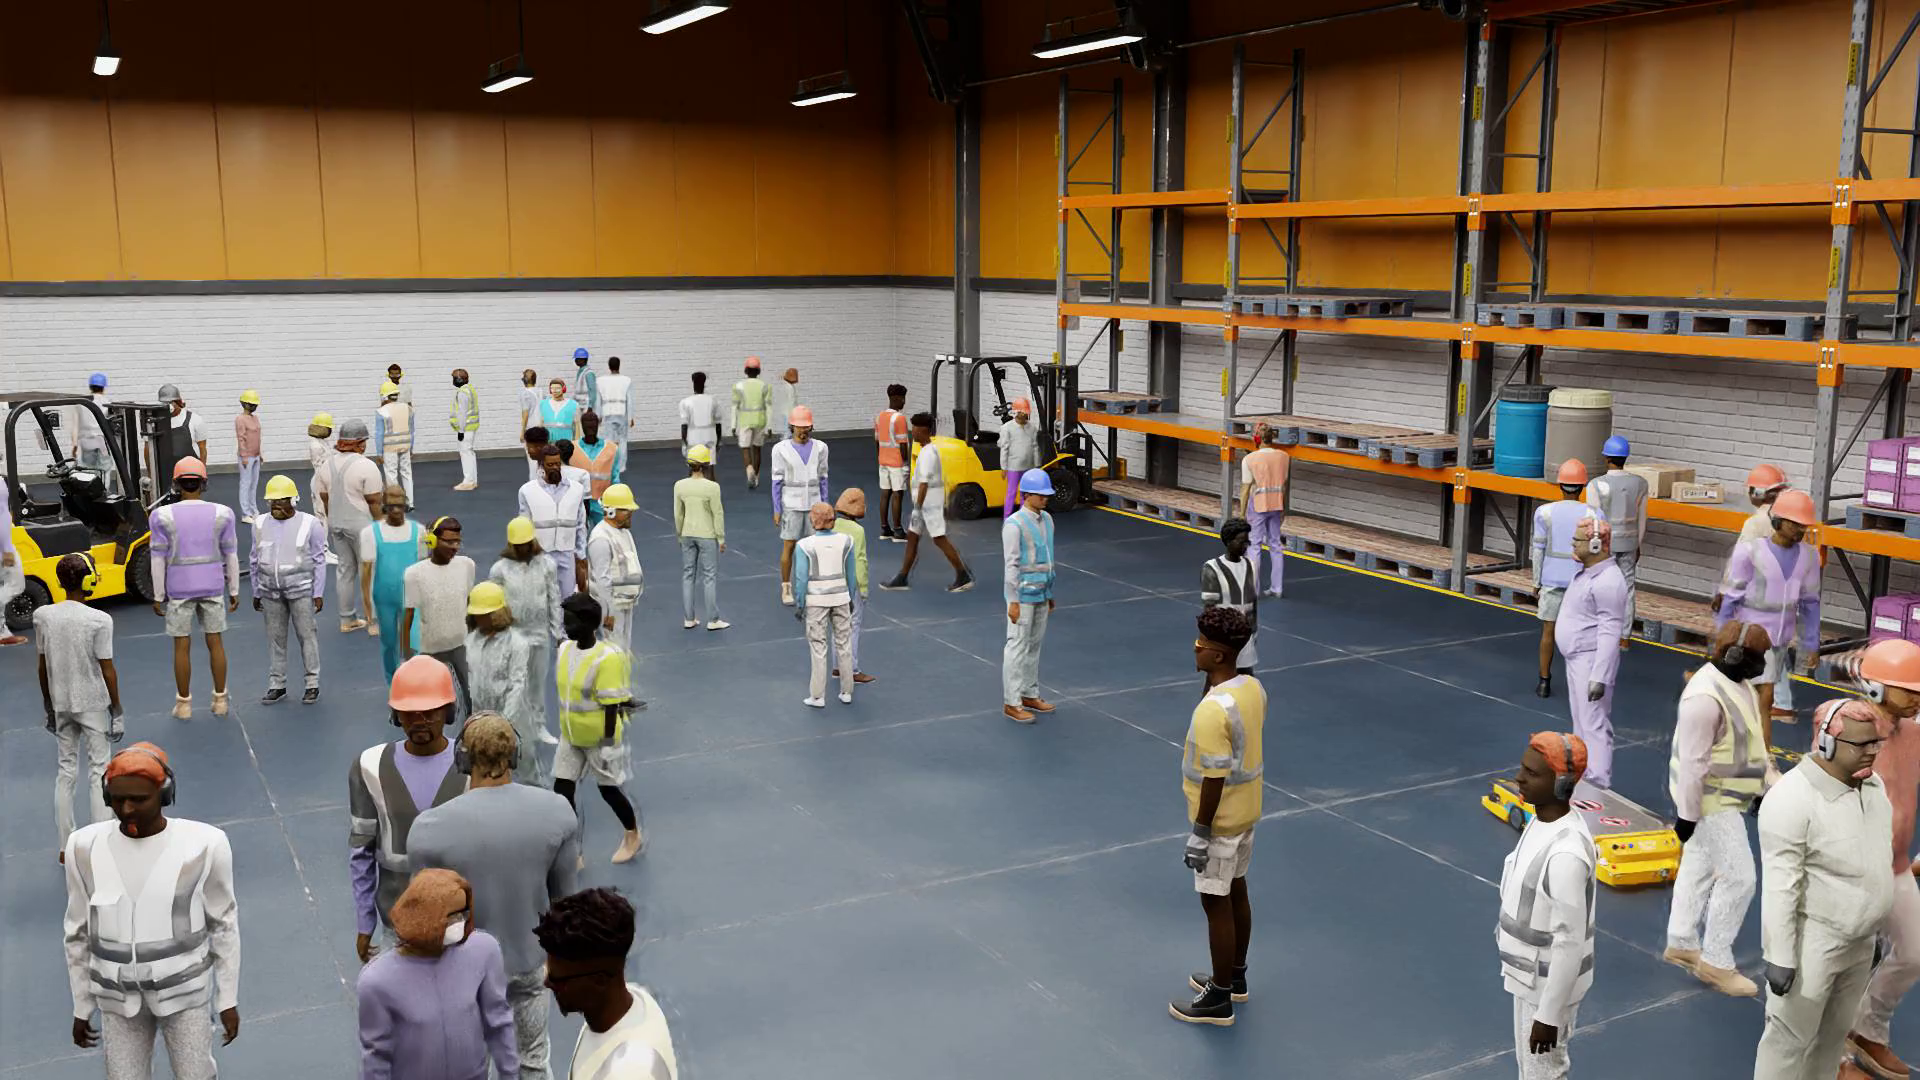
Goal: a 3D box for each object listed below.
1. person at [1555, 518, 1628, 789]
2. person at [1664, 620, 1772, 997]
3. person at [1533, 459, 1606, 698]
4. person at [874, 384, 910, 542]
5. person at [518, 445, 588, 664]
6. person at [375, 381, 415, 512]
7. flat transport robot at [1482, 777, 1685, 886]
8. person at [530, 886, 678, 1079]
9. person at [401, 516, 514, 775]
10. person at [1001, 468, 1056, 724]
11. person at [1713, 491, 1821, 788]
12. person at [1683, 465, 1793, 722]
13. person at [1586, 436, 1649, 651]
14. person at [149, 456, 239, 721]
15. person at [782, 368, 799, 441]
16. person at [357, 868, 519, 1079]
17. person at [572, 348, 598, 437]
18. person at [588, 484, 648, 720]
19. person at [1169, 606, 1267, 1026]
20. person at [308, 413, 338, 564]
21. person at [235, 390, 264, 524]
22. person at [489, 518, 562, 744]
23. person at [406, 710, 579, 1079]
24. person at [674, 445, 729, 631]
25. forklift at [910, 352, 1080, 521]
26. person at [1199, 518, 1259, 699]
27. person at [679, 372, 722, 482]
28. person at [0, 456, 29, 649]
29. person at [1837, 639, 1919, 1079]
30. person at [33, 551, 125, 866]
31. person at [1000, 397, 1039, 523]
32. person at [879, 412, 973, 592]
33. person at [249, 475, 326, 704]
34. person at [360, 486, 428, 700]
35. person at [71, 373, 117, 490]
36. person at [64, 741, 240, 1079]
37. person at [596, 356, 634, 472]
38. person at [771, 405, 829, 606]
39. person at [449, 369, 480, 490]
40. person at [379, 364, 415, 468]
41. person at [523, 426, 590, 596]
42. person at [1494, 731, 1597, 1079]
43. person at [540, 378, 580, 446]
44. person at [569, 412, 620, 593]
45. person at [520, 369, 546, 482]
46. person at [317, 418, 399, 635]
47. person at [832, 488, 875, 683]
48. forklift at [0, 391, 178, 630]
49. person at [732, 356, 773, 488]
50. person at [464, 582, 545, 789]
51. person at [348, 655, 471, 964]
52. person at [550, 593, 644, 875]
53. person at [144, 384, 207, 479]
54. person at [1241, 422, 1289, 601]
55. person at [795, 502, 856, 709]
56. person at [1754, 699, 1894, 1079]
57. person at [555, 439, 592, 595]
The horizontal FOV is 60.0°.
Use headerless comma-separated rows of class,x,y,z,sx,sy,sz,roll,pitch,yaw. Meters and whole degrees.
person,4.005,0.800,10.644,0.400,1.907,0.644,2,10,9
person,3.777,1.286,8.116,0.616,1.812,0.628,7,12,34
person,4.860,0.318,13.316,0.545,1.942,0.351,4,11,24
person,-0.811,-0.958,20.612,0.375,1.959,0.600,-7,12,-35
person,-3.543,0.122,14.515,0.588,1.918,0.392,-7,12,-33
person,-7.723,-1.252,22.713,0.404,1.824,0.586,8,13,38
flat transport robot,3.819,1.720,10.052,0.652,0.197,1.431,-2,10,-12
person,-0.830,1.852,4.499,0.619,1.943,0.609,-3,10,-14
person,-3.437,0.747,11.185,0.634,1.836,0.593,-8,12,-37
person,0.546,0.414,12.745,0.405,1.946,0.609,6,12,32
person,5.475,0.667,11.124,0.633,2.000,0.901,-2,10,-12
person,6.107,0.385,12.921,0.615,1.947,0.995,-9,13,-40
person,5.832,0.044,14.873,0.604,1.949,0.389,-2,10,-11
person,-5.866,0.371,12.768,0.619,2.029,0.410,-7,12,-34
person,-2.779,-2.095,28.125,0.586,1.612,0.534,-2,10,-9
person,-1.750,1.843,5.574,0.516,1.593,0.817,-9,13,-42
person,-6.403,-2.306,28.408,0.406,1.947,0.606,-6,12,-31
person,-2.641,0.470,12.800,0.403,1.821,0.601,1,10,6
person,1.212,1.272,7.754,0.367,1.966,0.607,5,11,27
person,-7.319,-0.596,19.177,0.308,1.736,0.485,-3,10,-15
person,-9.374,-1.100,22.009,0.328,1.761,0.523,0,10,1
person,-3.098,0.683,11.902,0.500,1.708,0.594,-5,11,-29
person,-1.702,1.576,6.131,0.635,1.928,0.382,-7,12,-36
person,-2.455,-0.021,15.774,0.522,1.769,0.317,4,11,23
forklift,0.460,-1.461,22.833,2.313,2.155,1.214,-5,11,-28
person,1.949,0.667,12.034,0.532,1.689,0.321,-5,11,-27
person,-3.621,-1.390,23.241,0.613,1.917,0.929,-4,11,-21
person,-8.695,0.059,14.867,0.644,1.920,0.512,7,12,35
person,3.878,1.390,7.044,0.627,1.978,0.483,-4,11,-24
person,-5.112,0.990,9.696,0.512,1.861,0.325,1,10,8
person,0.772,-0.955,21.215,0.571,1.742,0.344,-7,12,-36
person,-0.319,-0.389,17.471,0.999,1.919,0.637,0,10,-3
person,-5.332,0.395,13.186,0.590,1.833,0.404,0,10,-1
person,-4.386,0.462,12.947,0.522,1.785,1.010,-4,11,-24
person,-11.812,-1.327,22.829,0.642,1.923,0.543,-3,10,-16
person,-2.864,1.632,5.918,0.573,1.885,0.357,-1,10,-7
person,-5.587,-2.027,26.939,0.607,1.897,0.634,0,10,-1
person,-1.596,-0.348,16.860,0.613,2.041,0.393,-5,11,-26
person,-7.475,-1.670,25.100,0.429,1.831,0.635,-1,10,-8
person,-8.716,-1.797,25.745,0.509,1.860,0.334,-3,10,-14
person,-4.004,-0.168,16.198,0.918,1.899,0.615,0,10,-3
person,2.112,1.607,6.059,0.348,1.884,0.584,2,10,11
person,-5.531,-1.321,23.023,0.563,1.847,0.392,0,10,2
person,-3.883,-0.403,17.538,0.596,1.916,0.373,-3,10,-17
person,-6.361,-1.629,24.802,0.325,1.843,0.516,5,11,27
person,-5.631,-0.134,15.636,0.676,2.000,0.536,5,11,26
person,-0.906,0.374,13.880,0.275,1.631,0.507,-6,11,-30
forklift,-9.026,-0.363,16.508,1.214,2.155,2.313,6,11,29
person,-3.125,-1.765,25.093,0.617,2.020,0.788,-2,10,-12
person,-2.719,1.082,9.656,0.501,1.686,0.924,4,11,23
person,-2.061,1.448,6.507,0.607,2.048,0.366,-2,10,-10
person,-2.098,1.130,9.572,0.547,1.688,0.746,7,12,34
person,-9.276,-0.835,19.668,0.687,2.000,0.535,-3,10,-15
person,3.132,-0.285,17.105,0.567,1.836,0.381,-4,11,-23
person,-1.050,0.510,13.086,0.512,1.638,0.312,-5,11,-27
person,3.338,1.538,6.396,0.651,1.907,0.409,-6,11,-30
person,-4.017,-0.191,16.977,0.530,1.689,0.321,-4,11,-22
